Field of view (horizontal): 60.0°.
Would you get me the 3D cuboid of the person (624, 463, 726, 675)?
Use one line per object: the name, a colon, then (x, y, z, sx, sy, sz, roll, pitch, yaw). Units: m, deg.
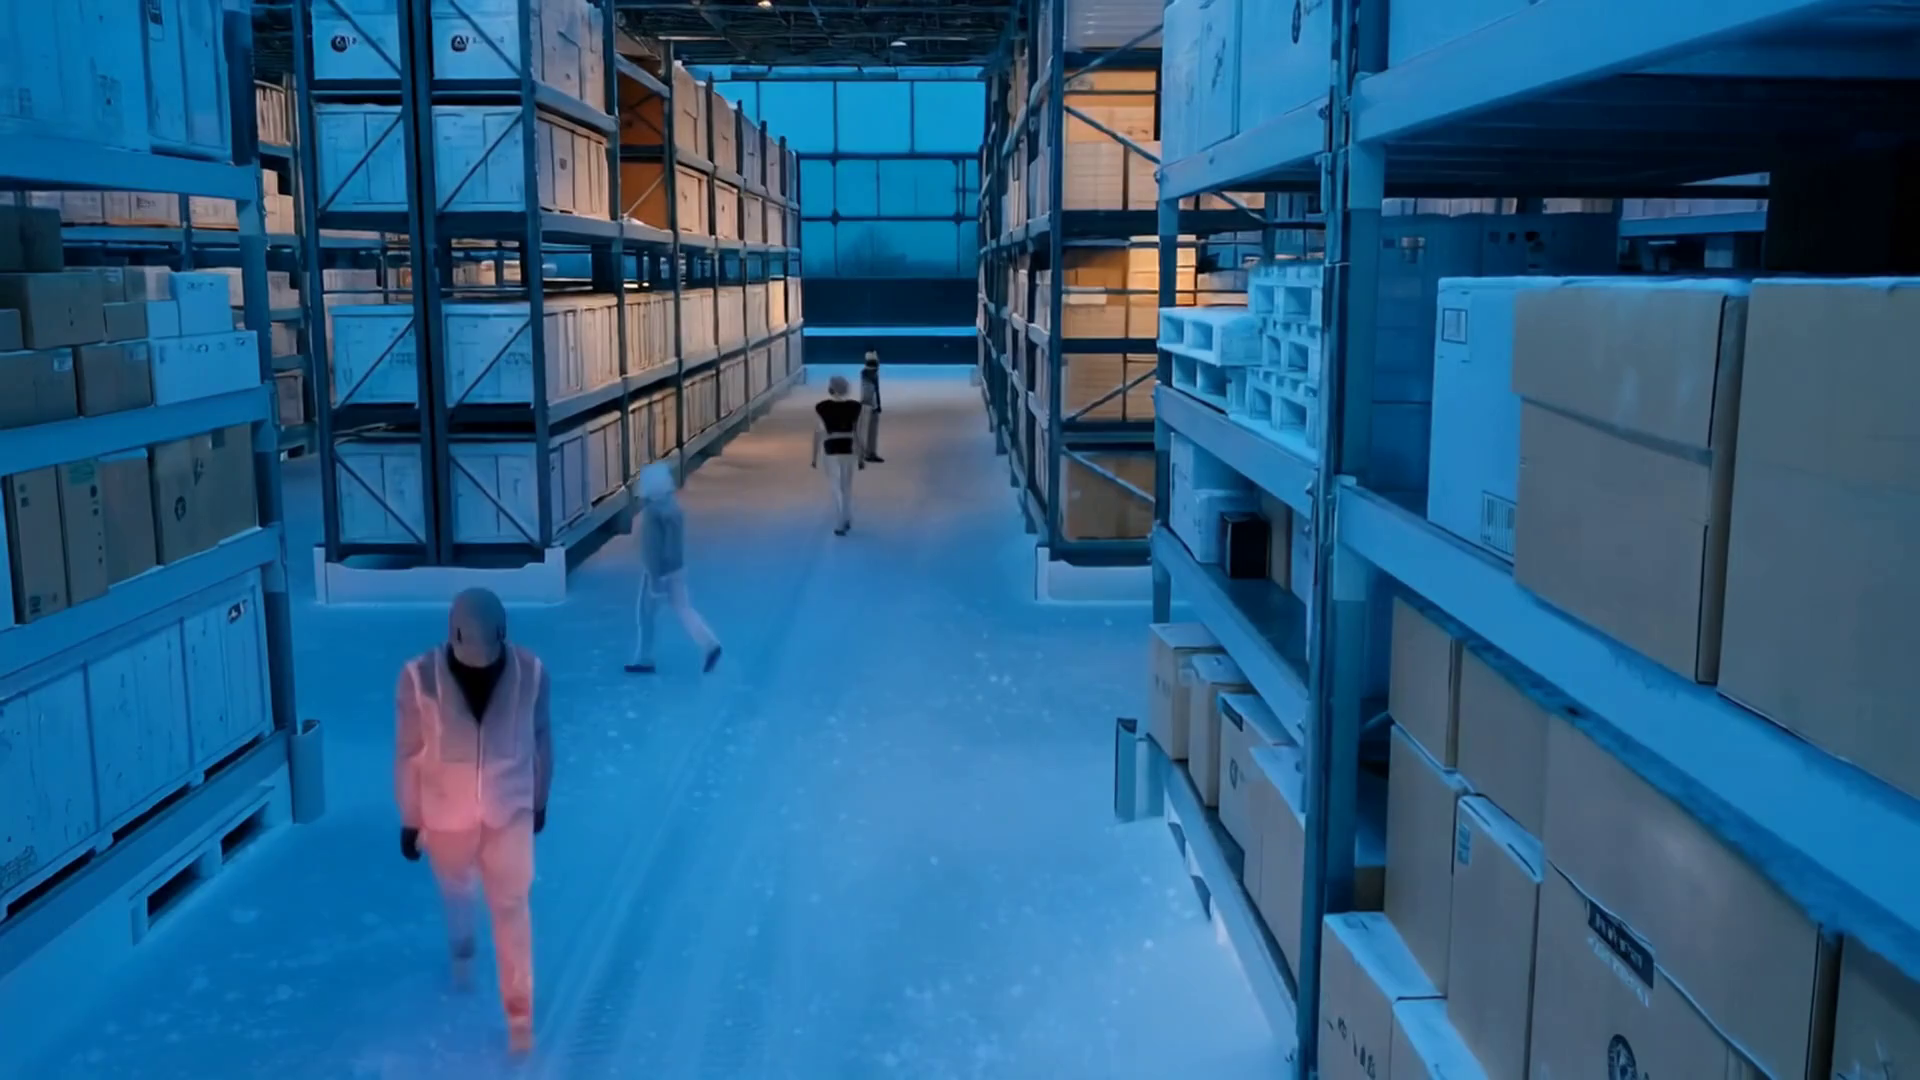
person: (-2.127, 0.231, 12.356, 0.765, 1.606, 0.509, 4, 10, 22)

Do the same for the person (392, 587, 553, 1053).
person: (-1.952, 1.061, 6.711, 0.627, 1.797, 0.977, -3, 10, -19)

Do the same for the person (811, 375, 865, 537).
person: (-1.411, -0.976, 19.080, 0.592, 1.811, 0.831, -2, 10, -15)

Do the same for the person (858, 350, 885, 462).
person: (-1.400, -2.109, 26.222, 0.328, 1.759, 0.524, -6, 11, -34)
